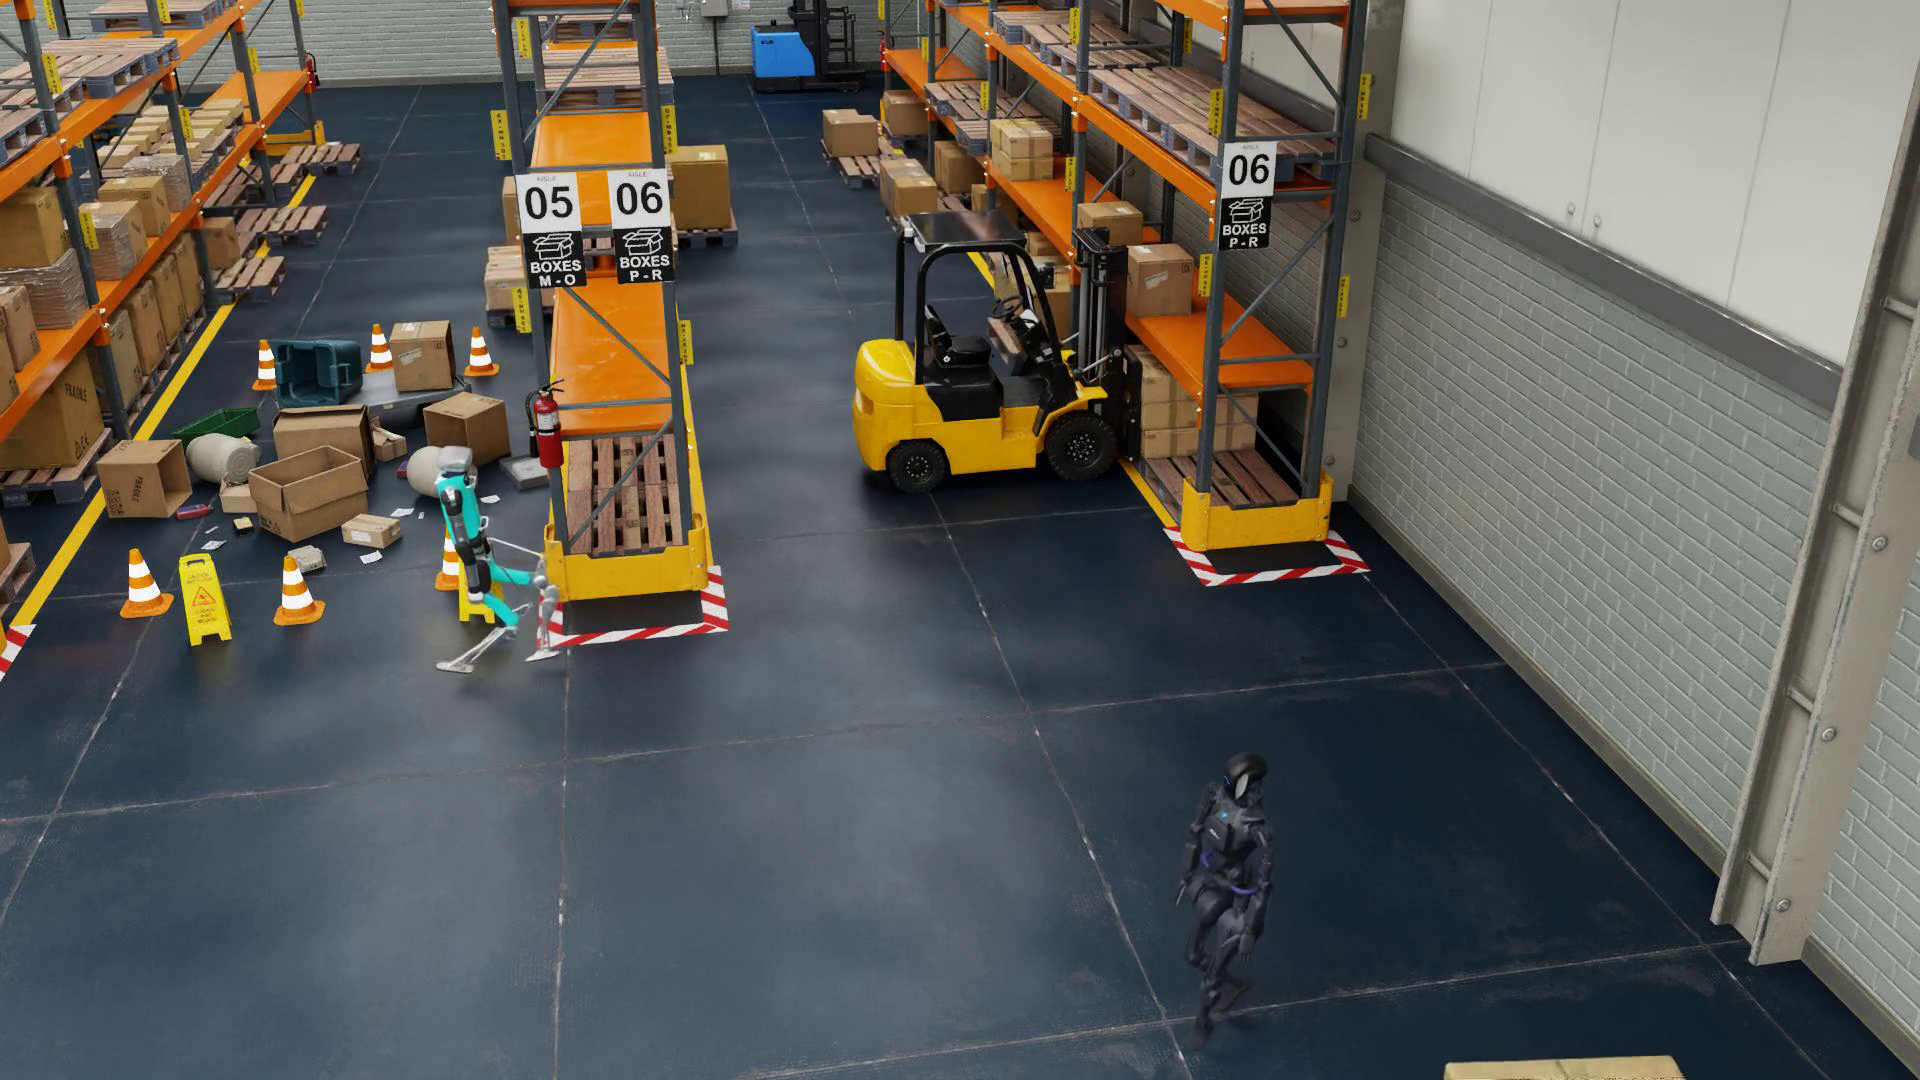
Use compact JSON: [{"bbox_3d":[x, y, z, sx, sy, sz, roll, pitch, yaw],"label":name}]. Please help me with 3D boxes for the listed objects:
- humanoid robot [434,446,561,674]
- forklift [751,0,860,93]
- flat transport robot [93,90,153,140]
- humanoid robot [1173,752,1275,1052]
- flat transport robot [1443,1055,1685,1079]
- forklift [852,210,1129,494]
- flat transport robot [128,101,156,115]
[{"bbox_3d":[-3.052,0.177,11.096,1.042,1.739,0.562,-5,26,-10],"label":"humanoid robot"},{"bbox_3d":[-2.872,-9.679,30.288,1.873,2.768,1.129,-5,26,-10],"label":"forklift"},{"bbox_3d":[-13.646,-6.747,27.180,1.431,0.231,0.659,-12,28,-24],"label":"flat transport robot"},{"bbox_3d":[1.286,1.704,7.981,0.500,1.639,0.586,-16,30,-30],"label":"humanoid robot"},{"bbox_3d":[2.310,3.220,6.424,1.431,0.231,0.659,10,28,20],"label":"flat transport robot"},{"bbox_3d":[0.216,-1.659,14.366,2.313,2.155,1.214,-5,26,-10],"label":"forklift"},{"bbox_3d":[-14.225,-7.176,28.073,0.659,0.231,1.431,23,34,39],"label":"flat transport robot"}]
